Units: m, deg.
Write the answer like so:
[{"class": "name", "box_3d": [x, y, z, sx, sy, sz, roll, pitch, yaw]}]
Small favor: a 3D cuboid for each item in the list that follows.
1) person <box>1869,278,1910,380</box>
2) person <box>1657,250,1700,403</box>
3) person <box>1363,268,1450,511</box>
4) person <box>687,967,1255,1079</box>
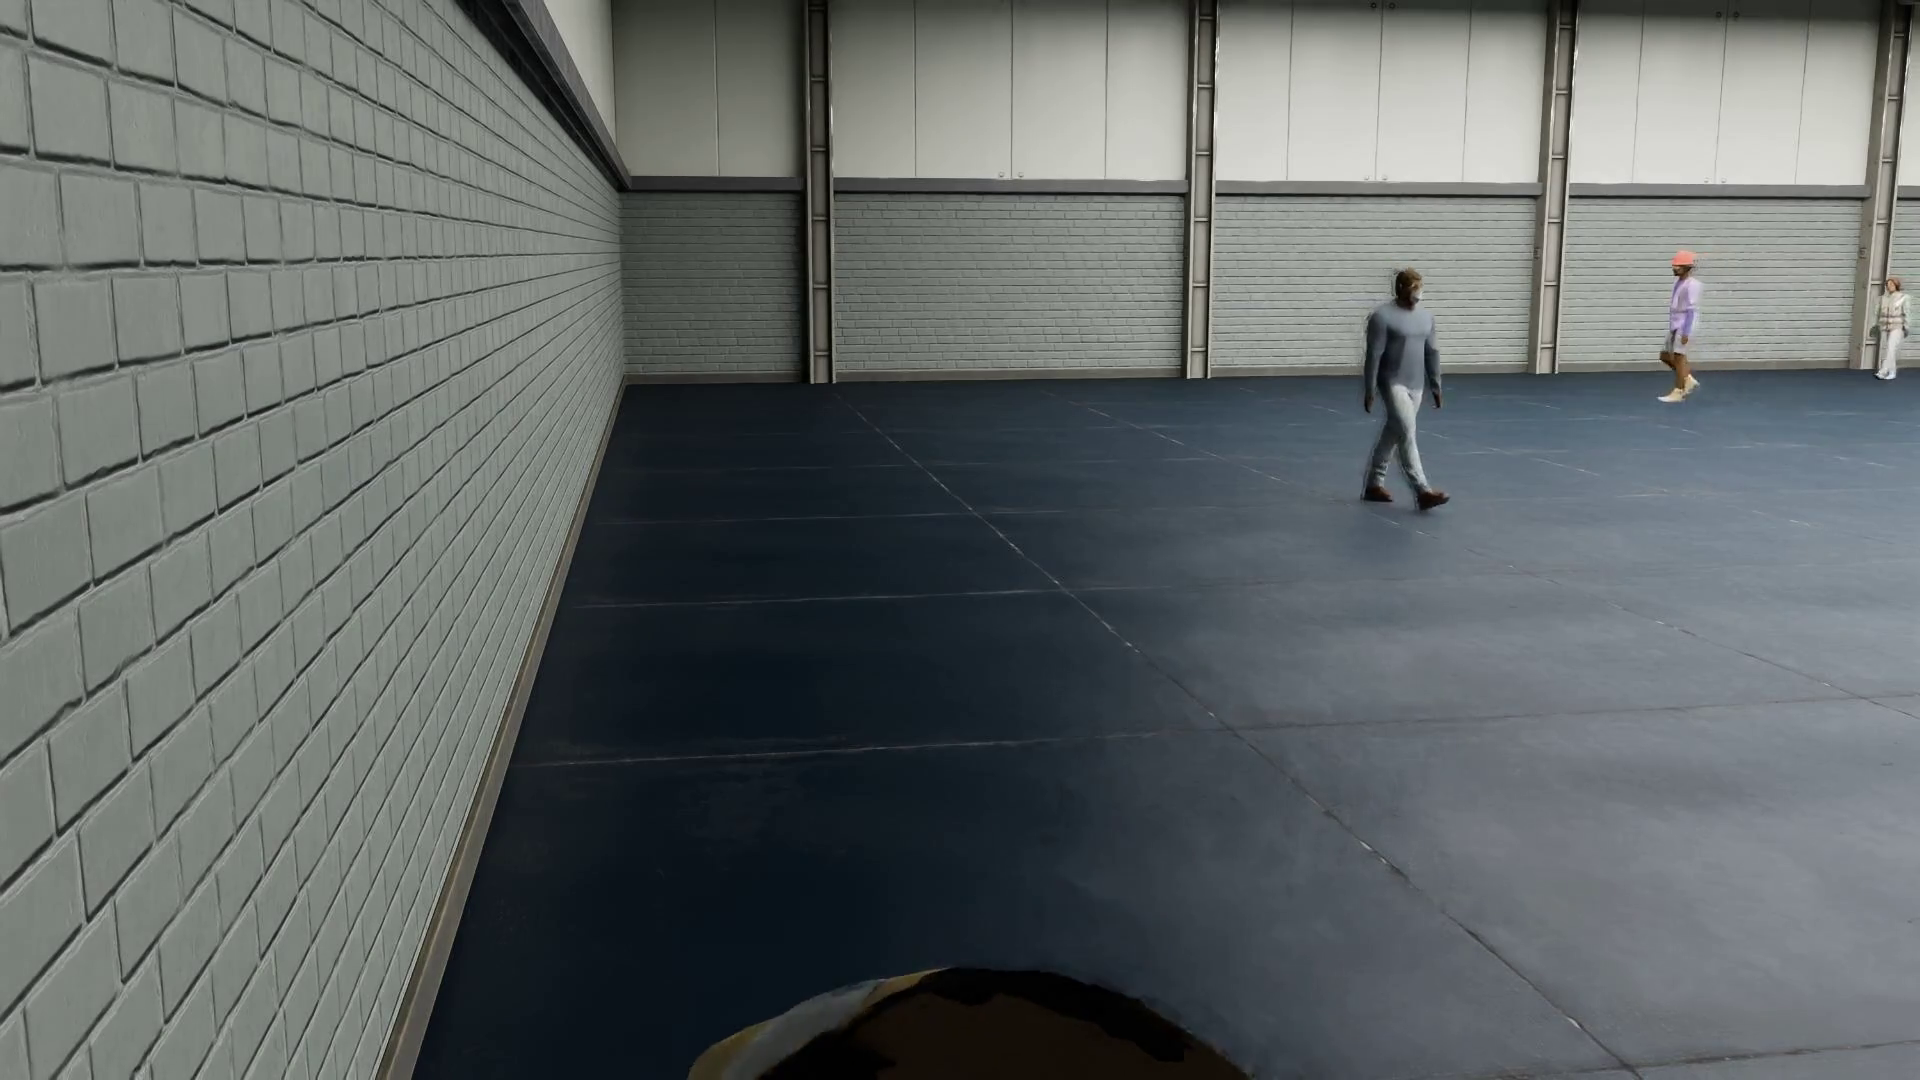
[{"class": "person", "box_3d": [14.519, -3.294, 26.057, 0.838, 1.593, 0.538, -6, 12, -31]}, {"class": "person", "box_3d": [9.601, -2.825, 22.134, 0.480, 2.030, 0.640, 1, 10, 4]}, {"class": "person", "box_3d": [3.549, -1.190, 13.133, 0.651, 1.882, 1.003, -6, 11, -29]}, {"class": "person", "box_3d": [0.048, 0.948, 1.001, 0.626, 1.848, 0.451, 5, 11, 29]}]
